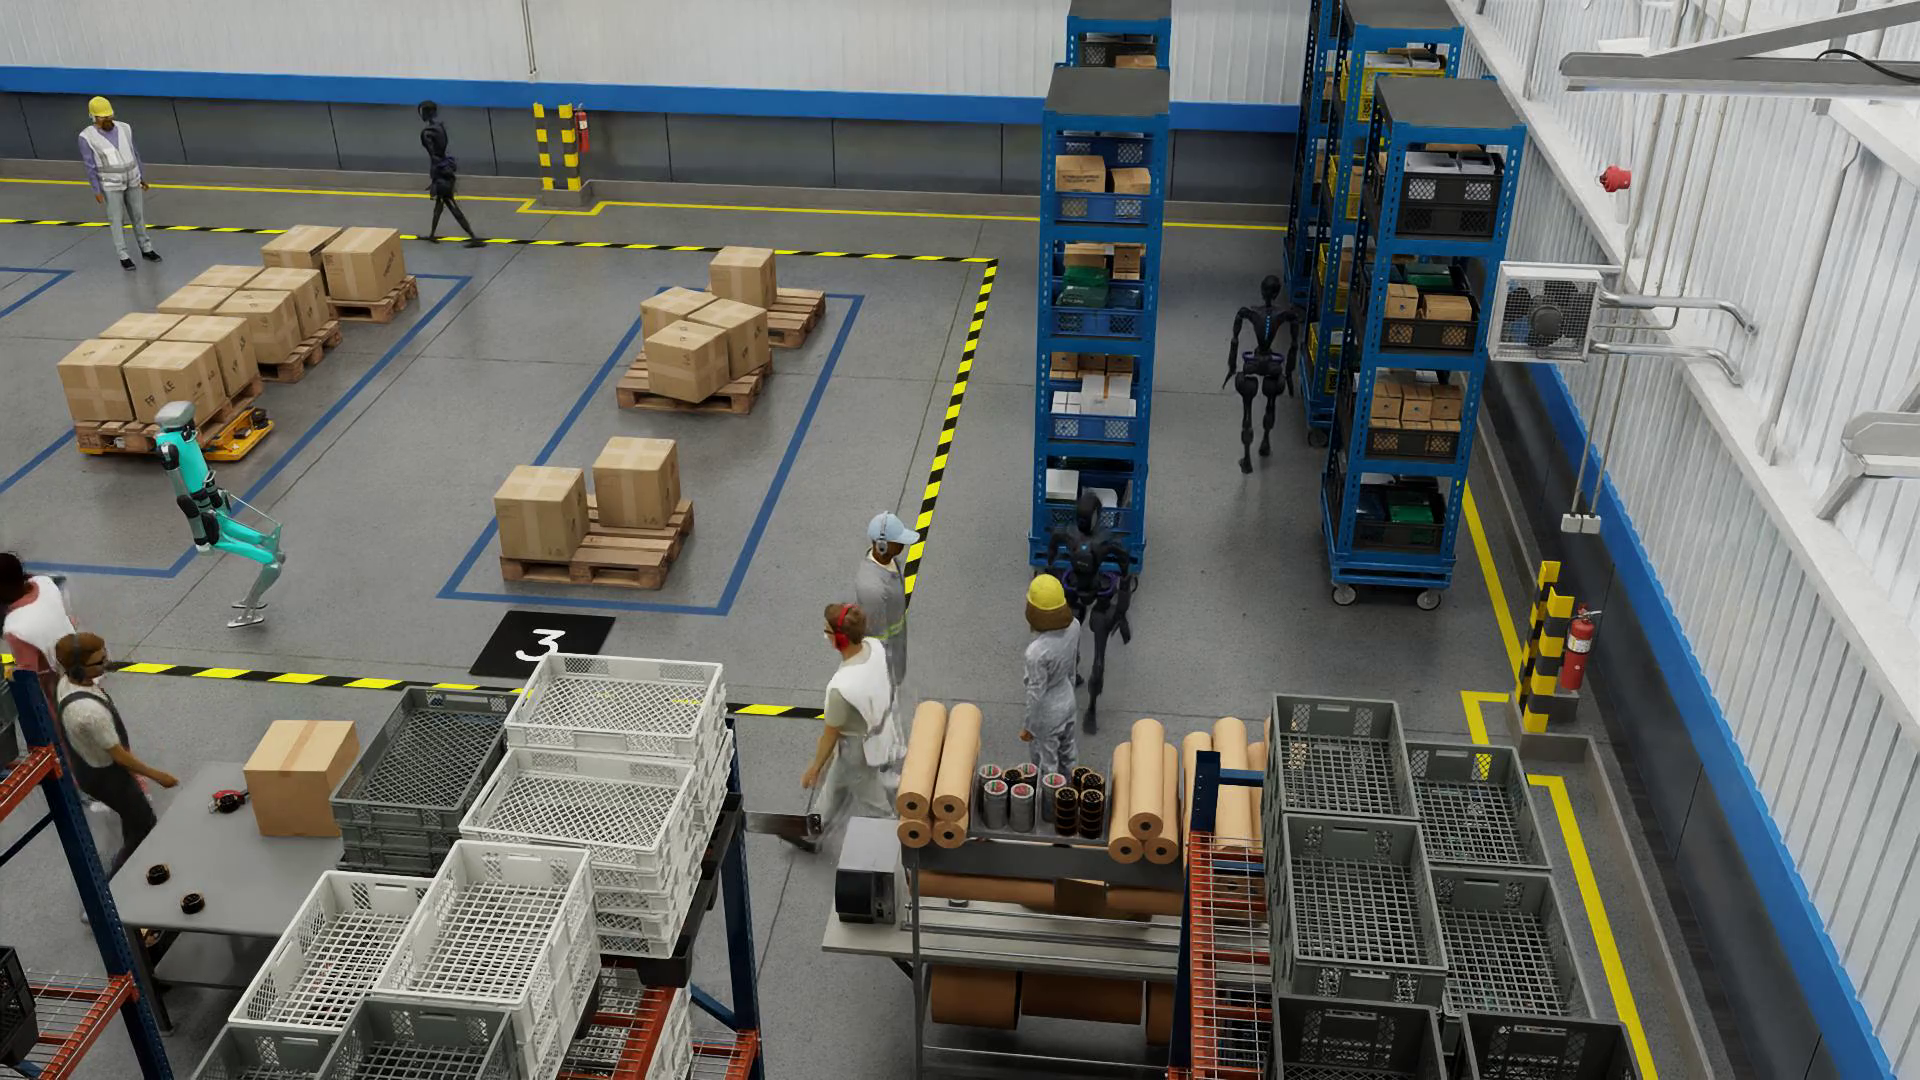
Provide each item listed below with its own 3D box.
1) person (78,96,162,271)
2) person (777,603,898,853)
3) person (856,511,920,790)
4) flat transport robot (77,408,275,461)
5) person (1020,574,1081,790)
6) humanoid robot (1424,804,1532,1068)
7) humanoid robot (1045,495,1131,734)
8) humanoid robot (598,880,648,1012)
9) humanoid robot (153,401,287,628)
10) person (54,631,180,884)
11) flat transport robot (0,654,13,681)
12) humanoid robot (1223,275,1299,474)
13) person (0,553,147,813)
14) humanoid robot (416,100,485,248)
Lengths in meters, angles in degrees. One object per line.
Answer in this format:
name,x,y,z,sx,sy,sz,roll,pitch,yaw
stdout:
person,-8.905,-3.792,17.631,0.404,1.830,0.602,20,35,30
person,-0.651,1.138,9.200,0.961,1.795,0.569,7,31,11
person,-0.424,0.644,9.993,0.394,1.850,0.598,2,30,4
flat transport robot,-6.728,-0.944,14.268,1.431,0.197,0.652,3,30,6
person,0.496,0.964,9.552,0.313,1.740,0.487,19,35,29
humanoid robot,2.350,2.117,7.673,0.537,1.879,0.730,-2,30,-4
humanoid robot,0.798,0.425,10.559,0.589,1.628,0.674,9,31,15
humanoid robot,-1.472,1.943,7.946,0.608,1.644,0.477,24,38,35
humanoid robot,-4.971,-0.179,11.393,0.735,1.672,0.533,-4,30,-7
person,-4.571,1.277,8.936,0.570,1.818,0.511,-21,36,-32
flat transport robot,-7.142,0.969,11.010,1.431,0.231,0.659,3,30,6
humanoid robot,2.466,-1.384,13.662,0.584,1.641,0.534,3,30,4
person,-5.234,0.857,9.600,0.625,1.880,0.632,-10,32,-17
humanoid robot,-5.667,-3.963,18.129,0.787,1.628,0.611,-2,30,-3
